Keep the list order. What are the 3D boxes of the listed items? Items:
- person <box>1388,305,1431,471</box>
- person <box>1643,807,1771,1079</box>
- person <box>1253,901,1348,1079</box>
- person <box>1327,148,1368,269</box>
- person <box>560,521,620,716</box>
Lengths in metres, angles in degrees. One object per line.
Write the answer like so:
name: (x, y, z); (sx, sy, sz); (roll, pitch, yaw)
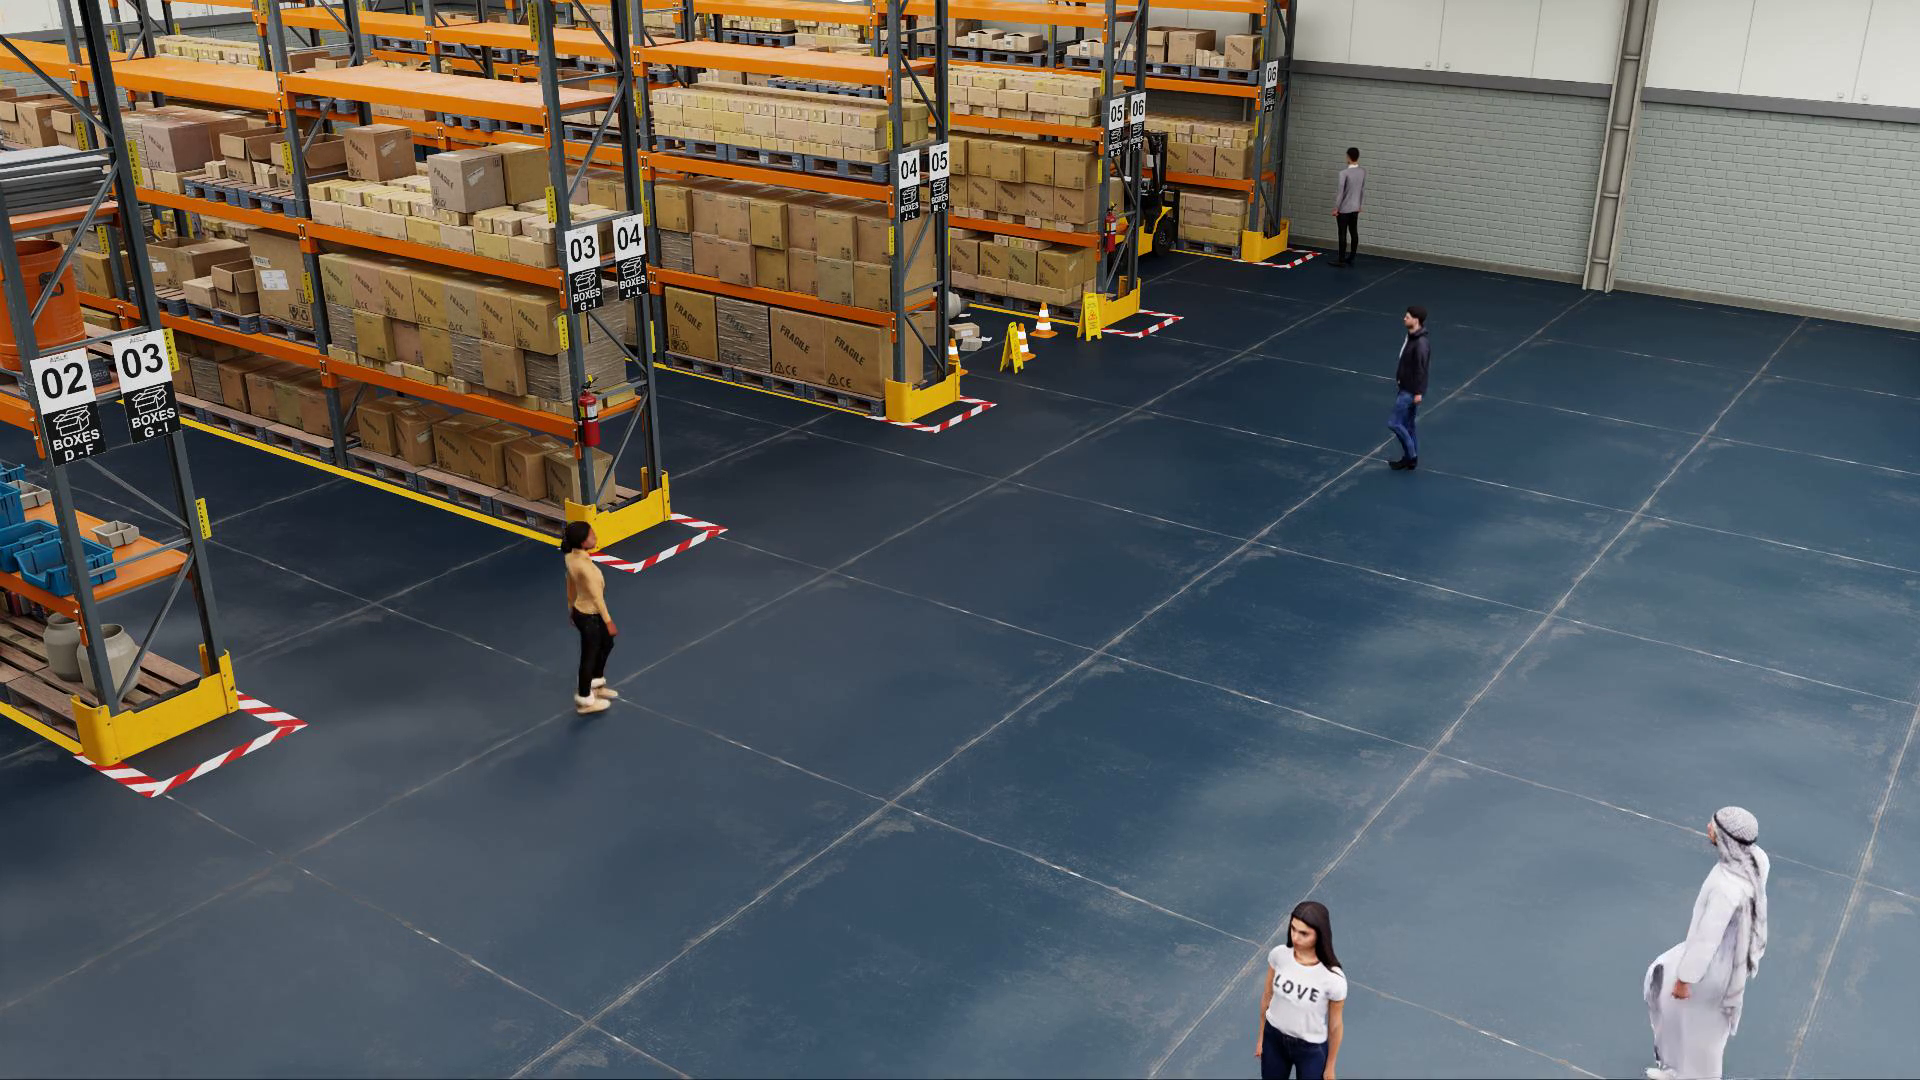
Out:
person: (5.054, -1.653, 18.262); (0.766, 1.879, 0.769); (4, 23, 9)
person: (4.133, 2.298, 8.926); (0.783, 1.914, 0.719); (14, 27, 29)
person: (1.712, 2.586, 8.429); (0.458, 1.774, 0.656); (17, 28, 35)
person: (6.336, -5.418, 27.062); (0.826, 1.921, 0.784); (-14, 27, -30)
person: (-3.017, 0.637, 13.173); (0.772, 1.647, 0.690); (-10, 25, -23)
